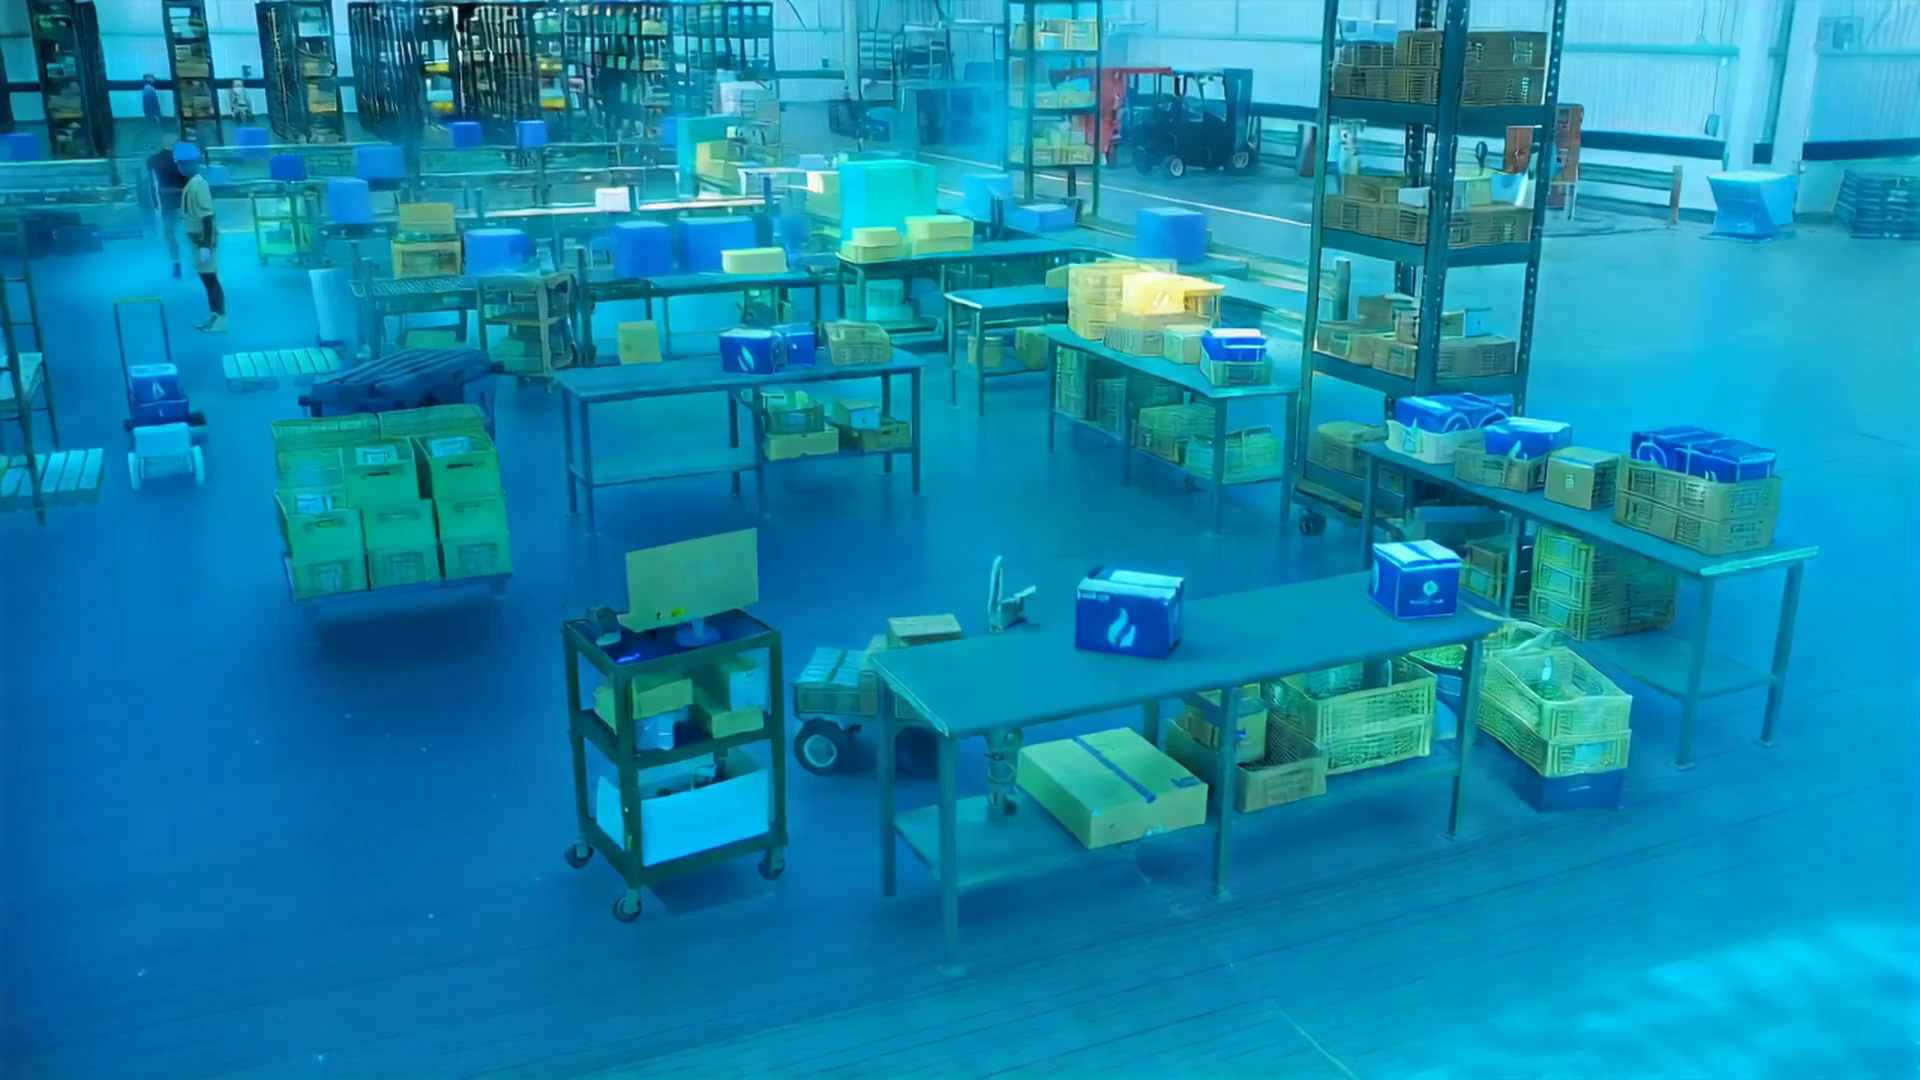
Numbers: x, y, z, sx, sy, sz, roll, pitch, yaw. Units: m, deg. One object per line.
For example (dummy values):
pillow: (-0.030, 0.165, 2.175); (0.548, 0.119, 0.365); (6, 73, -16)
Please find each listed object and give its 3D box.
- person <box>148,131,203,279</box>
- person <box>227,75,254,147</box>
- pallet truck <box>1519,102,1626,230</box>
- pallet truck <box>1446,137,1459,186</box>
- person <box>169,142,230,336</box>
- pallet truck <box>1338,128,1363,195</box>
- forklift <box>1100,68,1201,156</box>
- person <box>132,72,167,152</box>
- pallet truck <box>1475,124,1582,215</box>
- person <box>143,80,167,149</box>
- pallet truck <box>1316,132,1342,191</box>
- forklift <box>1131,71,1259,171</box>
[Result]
person: (-10.117, -4.336, 21.592); (0.683, 1.893, 0.432); (-6, 19, -19)
person: (-18.294, -10.892, 42.365); (0.591, 1.822, 0.404); (-16, 24, -41)
pallet truck: (9.972, -6.037, 26.785); (1.885, 1.965, 0.823); (-9, 20, -25)
pallet truck: (9.184, -6.485, 29.328); (1.630, 1.274, 0.653); (-8, 19, -23)
person: (-8.166, -3.223, 17.847); (0.378, 2.044, 0.607); (-12, 21, -33)
pallet truck: (7.845, -7.140, 31.411); (1.522, 1.261, 0.704); (-9, 20, -25)
forklift: (4.082, -9.564, 37.410); (2.680, 1.987, 1.157); (-8, 19, -23)
person: (-20.162, -10.624, 41.323); (0.936, 1.957, 0.619); (-17, 24, -42)
pallet truck: (9.707, -6.455, 28.103); (1.885, 1.965, 0.823); (-7, 19, -20)
person: (-20.503, -10.891, 42.416); (0.649, 1.801, 0.615); (-1, 18, -2)
pallet truck: (7.723, -7.504, 32.656); (1.601, 1.201, 0.680); (-8, 19, -23)
forklift: (4.998, -8.936, 35.413); (2.680, 1.987, 1.157); (-9, 20, -25)
